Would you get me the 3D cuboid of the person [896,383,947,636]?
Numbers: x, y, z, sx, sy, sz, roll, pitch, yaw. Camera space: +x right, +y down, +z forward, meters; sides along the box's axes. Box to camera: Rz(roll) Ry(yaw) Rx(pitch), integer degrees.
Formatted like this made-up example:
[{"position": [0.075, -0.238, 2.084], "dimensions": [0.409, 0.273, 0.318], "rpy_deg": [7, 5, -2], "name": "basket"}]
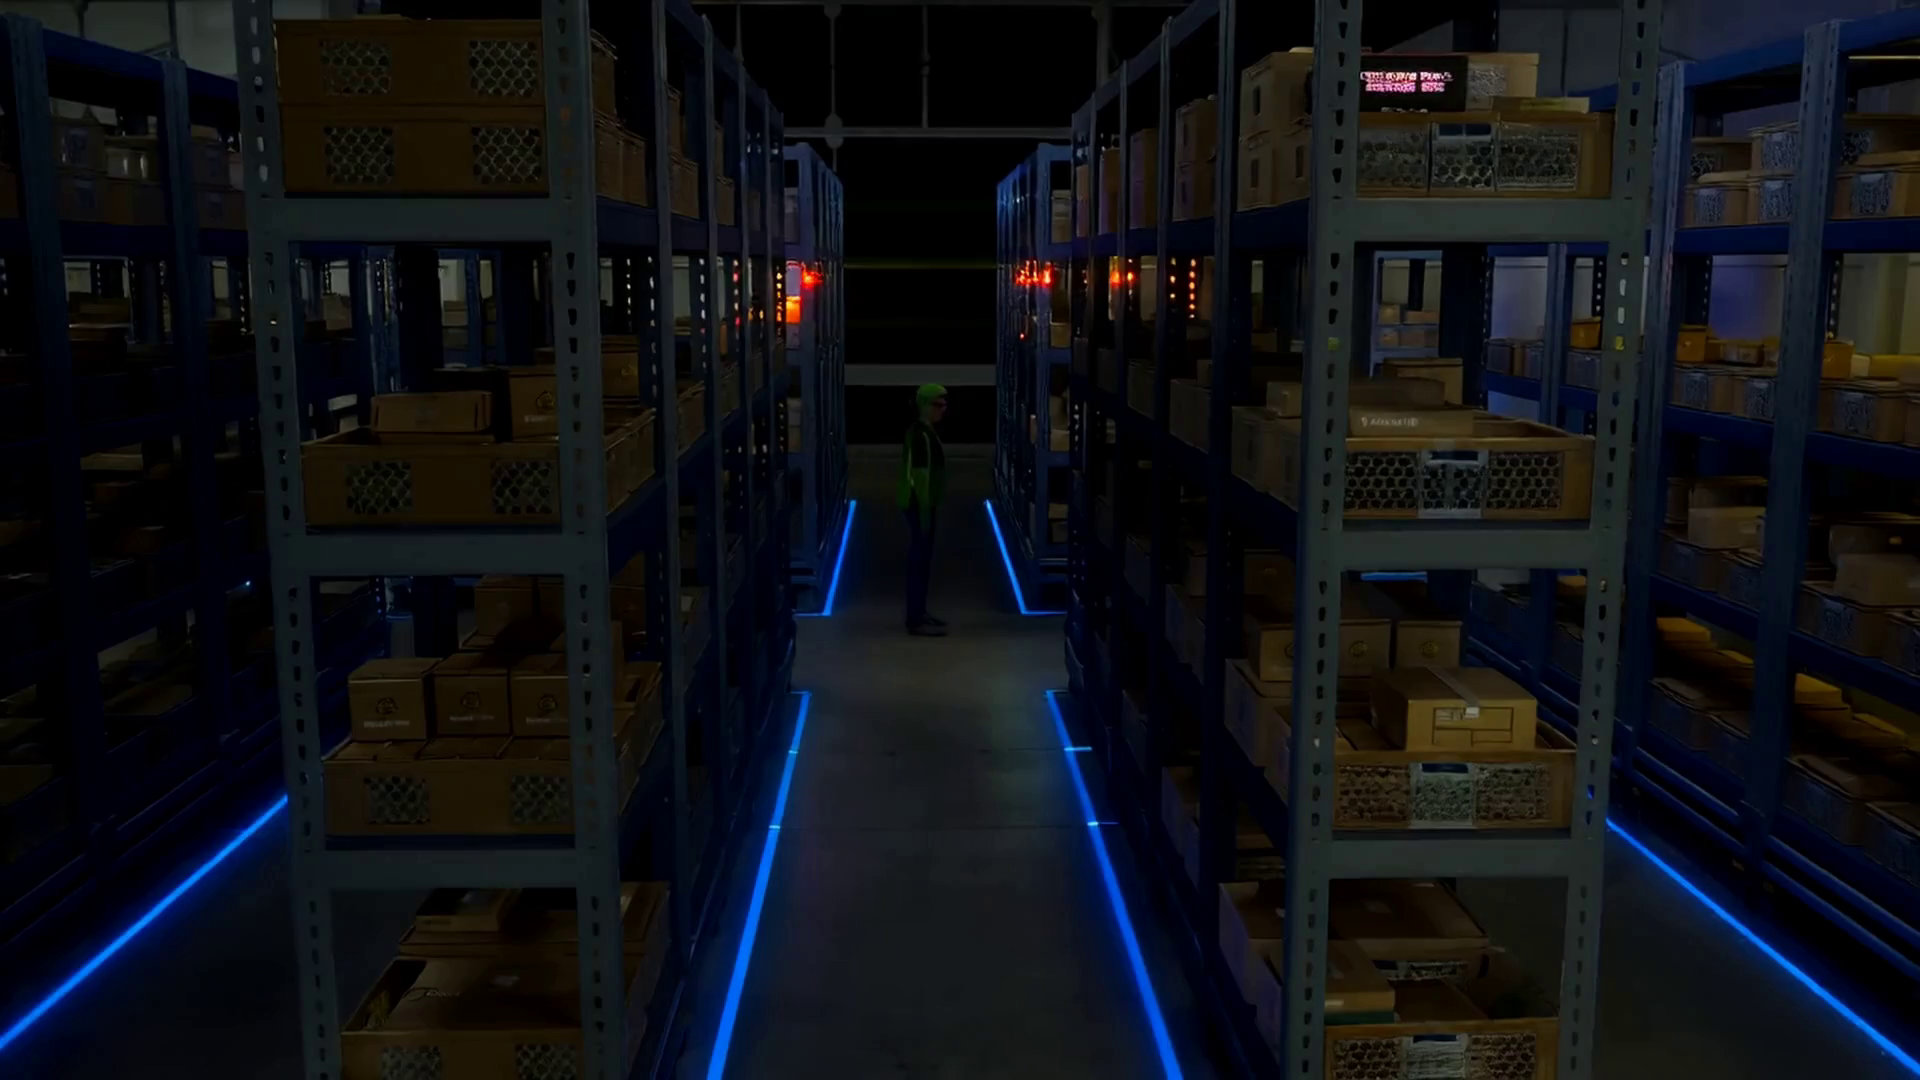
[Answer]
[{"position": [-0.277, -0.229, 12.186], "dimensions": [0.381, 1.841, 0.566], "rpy_deg": [0, 9, 2], "name": "person"}]
